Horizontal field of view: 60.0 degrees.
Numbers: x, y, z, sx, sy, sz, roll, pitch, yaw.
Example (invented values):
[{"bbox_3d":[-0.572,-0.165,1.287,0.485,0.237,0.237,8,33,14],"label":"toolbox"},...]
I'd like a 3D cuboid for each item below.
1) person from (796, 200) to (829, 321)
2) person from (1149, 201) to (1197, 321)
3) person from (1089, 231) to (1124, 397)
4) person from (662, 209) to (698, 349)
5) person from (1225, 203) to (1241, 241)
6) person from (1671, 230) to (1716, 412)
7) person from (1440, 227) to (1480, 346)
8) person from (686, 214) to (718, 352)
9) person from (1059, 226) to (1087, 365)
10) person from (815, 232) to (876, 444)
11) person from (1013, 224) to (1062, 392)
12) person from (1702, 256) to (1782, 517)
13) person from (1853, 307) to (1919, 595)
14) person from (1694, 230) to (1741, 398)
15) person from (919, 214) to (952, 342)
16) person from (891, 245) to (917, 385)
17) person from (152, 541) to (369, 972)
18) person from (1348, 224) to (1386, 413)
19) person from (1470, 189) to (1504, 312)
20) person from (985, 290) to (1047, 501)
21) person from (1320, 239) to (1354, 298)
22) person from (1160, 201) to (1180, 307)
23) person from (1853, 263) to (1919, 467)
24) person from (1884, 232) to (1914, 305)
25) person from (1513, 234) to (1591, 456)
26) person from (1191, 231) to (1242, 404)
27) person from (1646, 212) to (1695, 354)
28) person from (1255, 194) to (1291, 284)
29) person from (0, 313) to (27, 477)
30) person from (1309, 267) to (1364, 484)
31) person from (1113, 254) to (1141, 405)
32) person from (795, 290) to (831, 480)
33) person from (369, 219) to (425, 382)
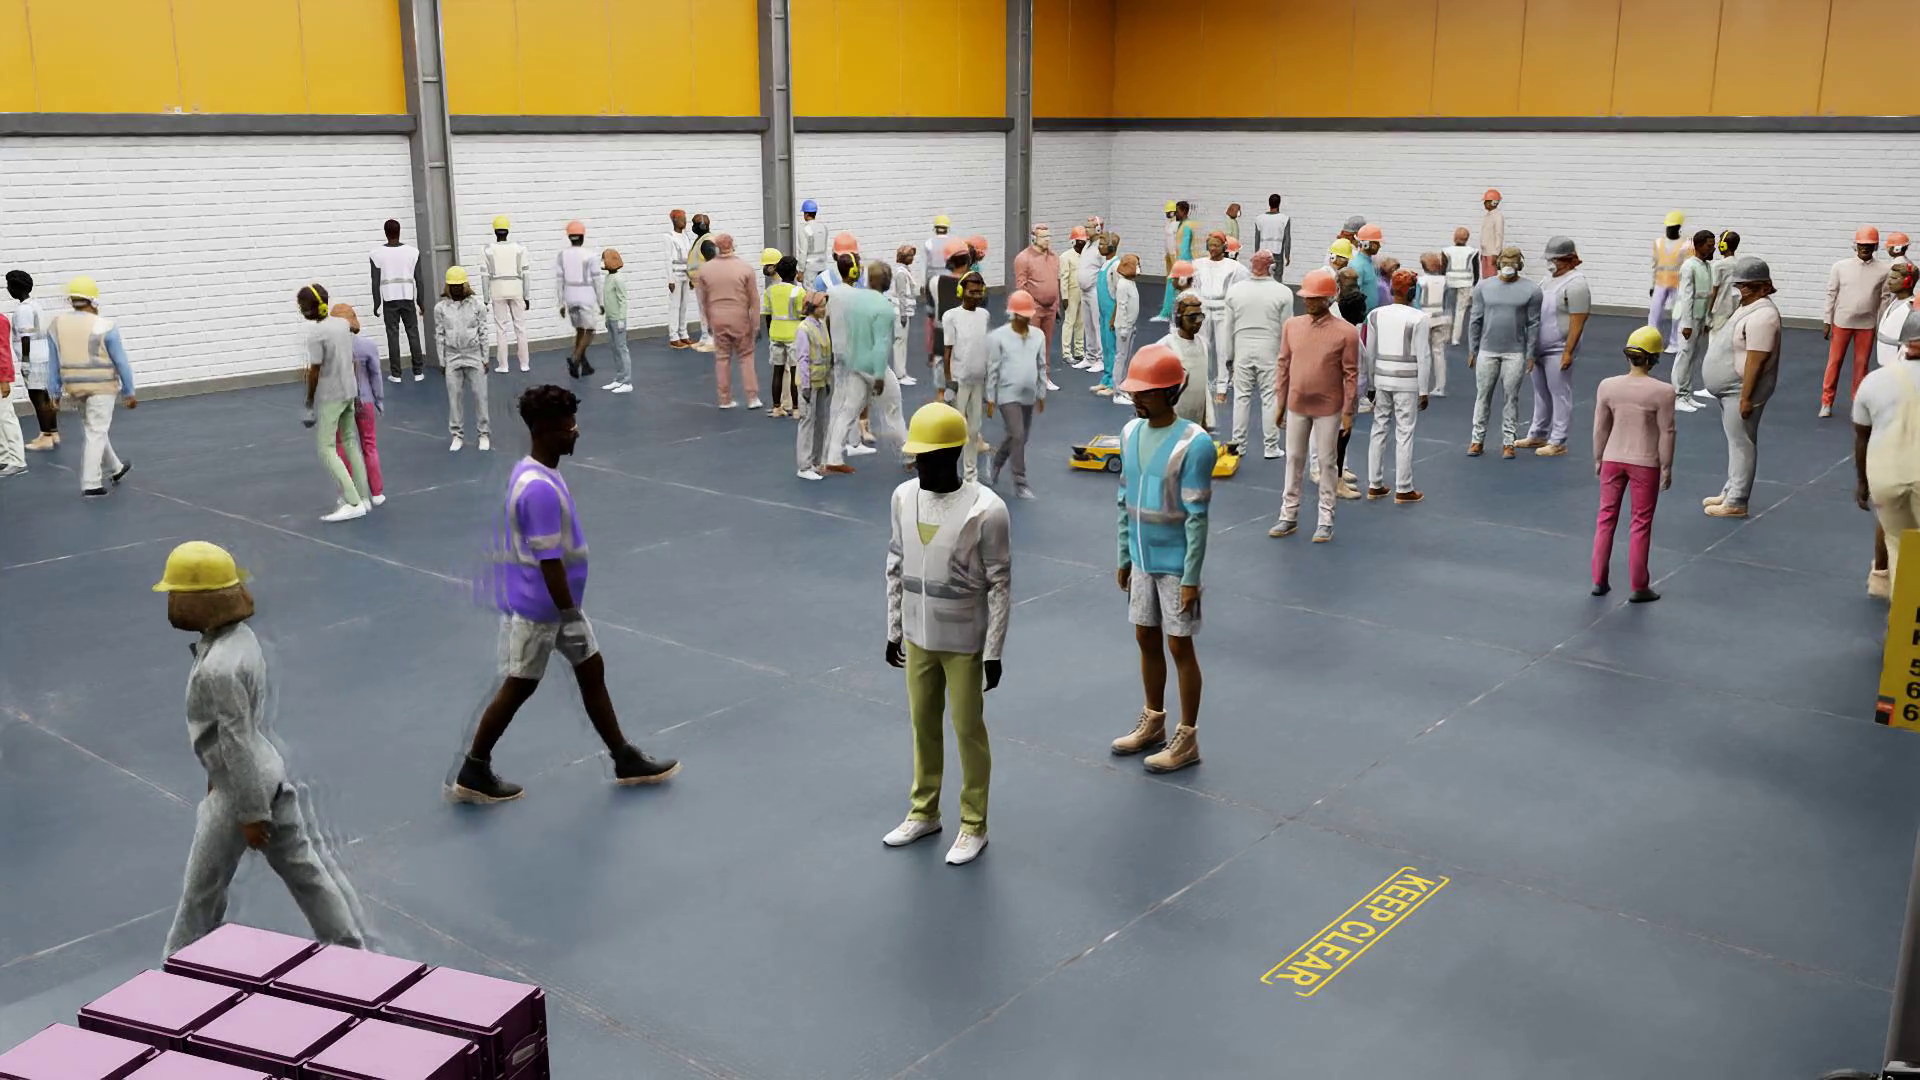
[{"bbox_3d":[-2.146,-3.947,24.135,0.391,1.948,0.605,9,17,33],"label":"person"},{"bbox_3d":[3.487,-4.290,25.684,1.002,1.875,0.601,-1,14,-3],"label":"person"},{"bbox_3d":[1.674,-2.542,18.725,0.332,1.844,0.517,-3,14,-11],"label":"person"},{"bbox_3d":[-3.836,-3.578,22.789,0.356,1.885,0.574,5,15,19],"label":"person"},{"bbox_3d":[4.860,-5.192,29.745,0.267,1.630,0.507,6,15,23],"label":"person"},{"bbox_3d":[7.844,-2.345,17.799,0.392,1.917,0.593,12,18,39],"label":"person"},{"bbox_3d":[6.947,-3.522,23.112,0.522,1.617,0.641,7,16,25],"label":"person"},{"bbox_3d":[-3.463,-3.465,22.425,0.429,1.844,0.625,-5,15,-19],"label":"person"},{"bbox_3d":[1.510,-3.132,21.273,0.568,1.751,0.329,-13,19,-43],"label":"person"},{"bbox_3d":[-1.062,-1.916,15.861,0.619,2.029,0.409,-5,15,-19],"label":"person"},{"bbox_3d":[0.915,-2.637,18.985,0.638,1.909,0.408,-12,18,-40],"label":"person"},{"bbox_3d":[6.075,-1.205,12.988,0.535,2.000,0.680,5,15,19],"label":"person"},{"bbox_3d":[5.526,-0.359,9.610,0.758,2.000,0.786,11,18,38],"label":"person"},{"bbox_3d":[8.539,-2.521,18.626,0.501,1.862,0.328,-7,16,-27],"label":"person"},{"bbox_3d":[-0.270,-3.559,22.875,0.629,1.799,0.817,-2,14,-8],"label":"person"},{"bbox_3d":[-0.659,-2.648,19.576,0.315,1.636,0.514,1,14,3],"label":"person"},{"bbox_3d":[-2.464,0.825,5.576,0.916,1.686,0.499,-4,14,-14],"label":"person"},{"bbox_3d":[4.277,-2.355,17.690,0.406,1.988,0.613,6,15,23],"label":"person"},{"bbox_3d":[8.517,-4.625,26.748,0.391,1.995,0.613,-1,14,-3],"label":"person"},{"bbox_3d":[0.434,-1.221,13.733,0.570,1.713,0.784,-9,17,-32],"label":"person"},{"bbox_3d":[4.027,-2.318,17.879,0.403,1.823,0.588,12,18,39],"label":"person"},{"bbox_3d":[3.550,-4.785,27.876,0.339,1.761,0.524,-4,15,-15],"label":"person"},{"bbox_3d":[8.166,-1.482,14.489,0.389,1.848,0.563,3,14,12],"label":"person"},{"bbox_3d":[11.228,-2.827,20.053,0.327,1.751,0.560,13,19,41],"label":"person"},{"bbox_3d":[5.457,-1.805,15.387,0.538,2.000,0.682,-3,14,-10],"label":"person"},{"bbox_3d":[2.776,-2.436,18.227,0.576,1.883,0.355,6,15,22],"label":"person"},{"bbox_3d":[9.324,-3.366,21.940,0.958,1.876,0.616,-12,18,-39],"label":"person"},{"bbox_3d":[5.035,-4.605,26.825,0.593,1.920,0.391,6,15,23],"label":"person"},{"bbox_3d":[-8.465,-1.426,14.490,0.576,1.737,0.355,8,16,30],"label":"person"},{"bbox_3d":[3.218,-1.395,14.147,0.504,1.845,0.344,-6,15,-23],"label":"person"},{"bbox_3d":[1.836,-2.313,18.239,0.278,1.634,0.499,5,15,18],"label":"person"},{"bbox_3d":[-1.264,-1.335,14.343,0.316,1.631,0.518,4,15,17],"label":"person"},{"bbox_3d":[-6.667,-2.837,19.763,0.595,1.915,0.371,-7,16,-25],"label":"person"}]
